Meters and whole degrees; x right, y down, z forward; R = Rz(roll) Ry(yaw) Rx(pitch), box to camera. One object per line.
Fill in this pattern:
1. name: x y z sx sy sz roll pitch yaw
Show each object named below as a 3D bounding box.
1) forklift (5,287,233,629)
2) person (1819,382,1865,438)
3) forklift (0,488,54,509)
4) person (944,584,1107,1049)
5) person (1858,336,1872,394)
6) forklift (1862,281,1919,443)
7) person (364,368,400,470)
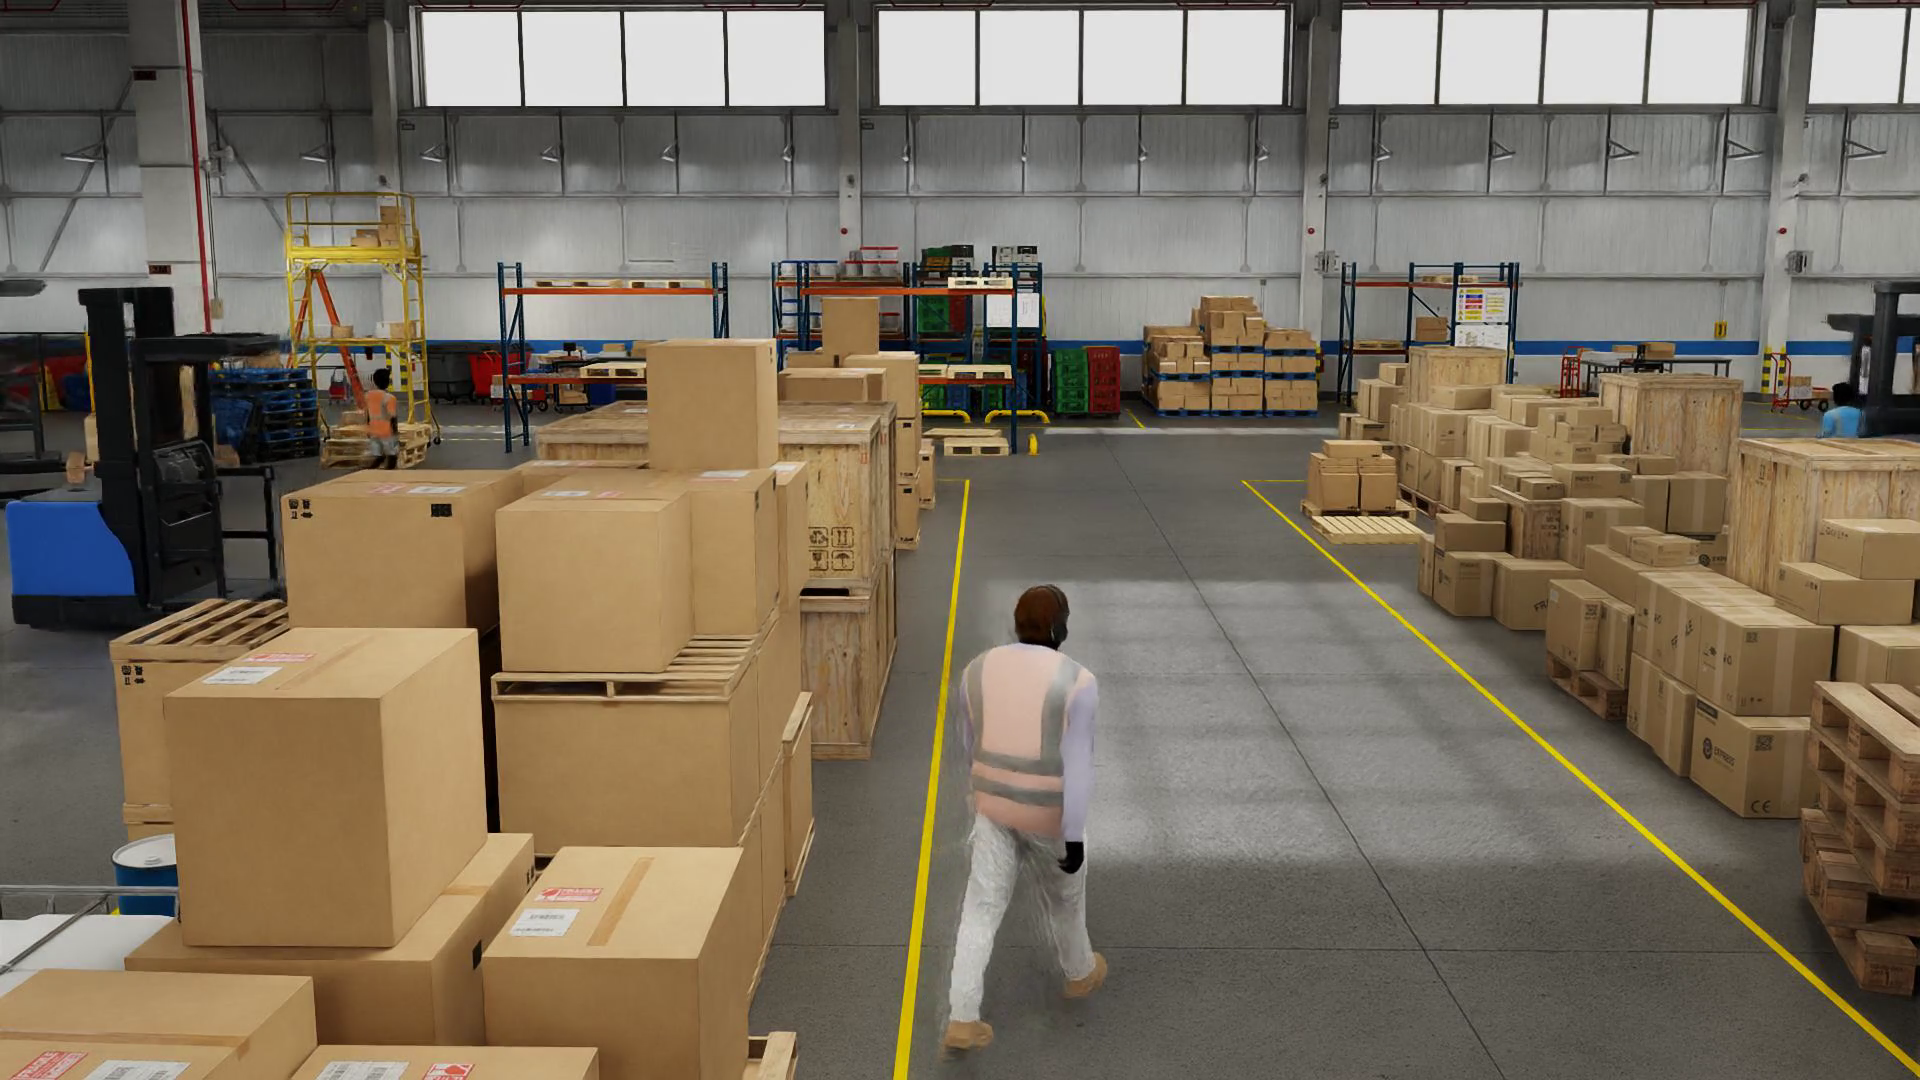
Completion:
1. forklift: -6.876 -0.718 13.936 1.873 2.768 1.129 0 9 1
2. person: 10.007 -0.971 19.048 0.545 1.657 0.848 -3 10 -15
3. forklift: -12.138 -1.745 20.087 1.873 2.768 1.129 -5 11 -26
4. person: 0.252 1.068 6.565 0.637 1.779 1.038 6 11 30
5. person: 15.295 -2.557 27.836 0.738 1.913 0.562 0 9 1
6. forklift: 10.675 -1.502 18.630 1.129 2.768 1.873 0 9 1
7. person: -7.472 -1.378 21.467 0.542 1.678 0.477 5 11 27
